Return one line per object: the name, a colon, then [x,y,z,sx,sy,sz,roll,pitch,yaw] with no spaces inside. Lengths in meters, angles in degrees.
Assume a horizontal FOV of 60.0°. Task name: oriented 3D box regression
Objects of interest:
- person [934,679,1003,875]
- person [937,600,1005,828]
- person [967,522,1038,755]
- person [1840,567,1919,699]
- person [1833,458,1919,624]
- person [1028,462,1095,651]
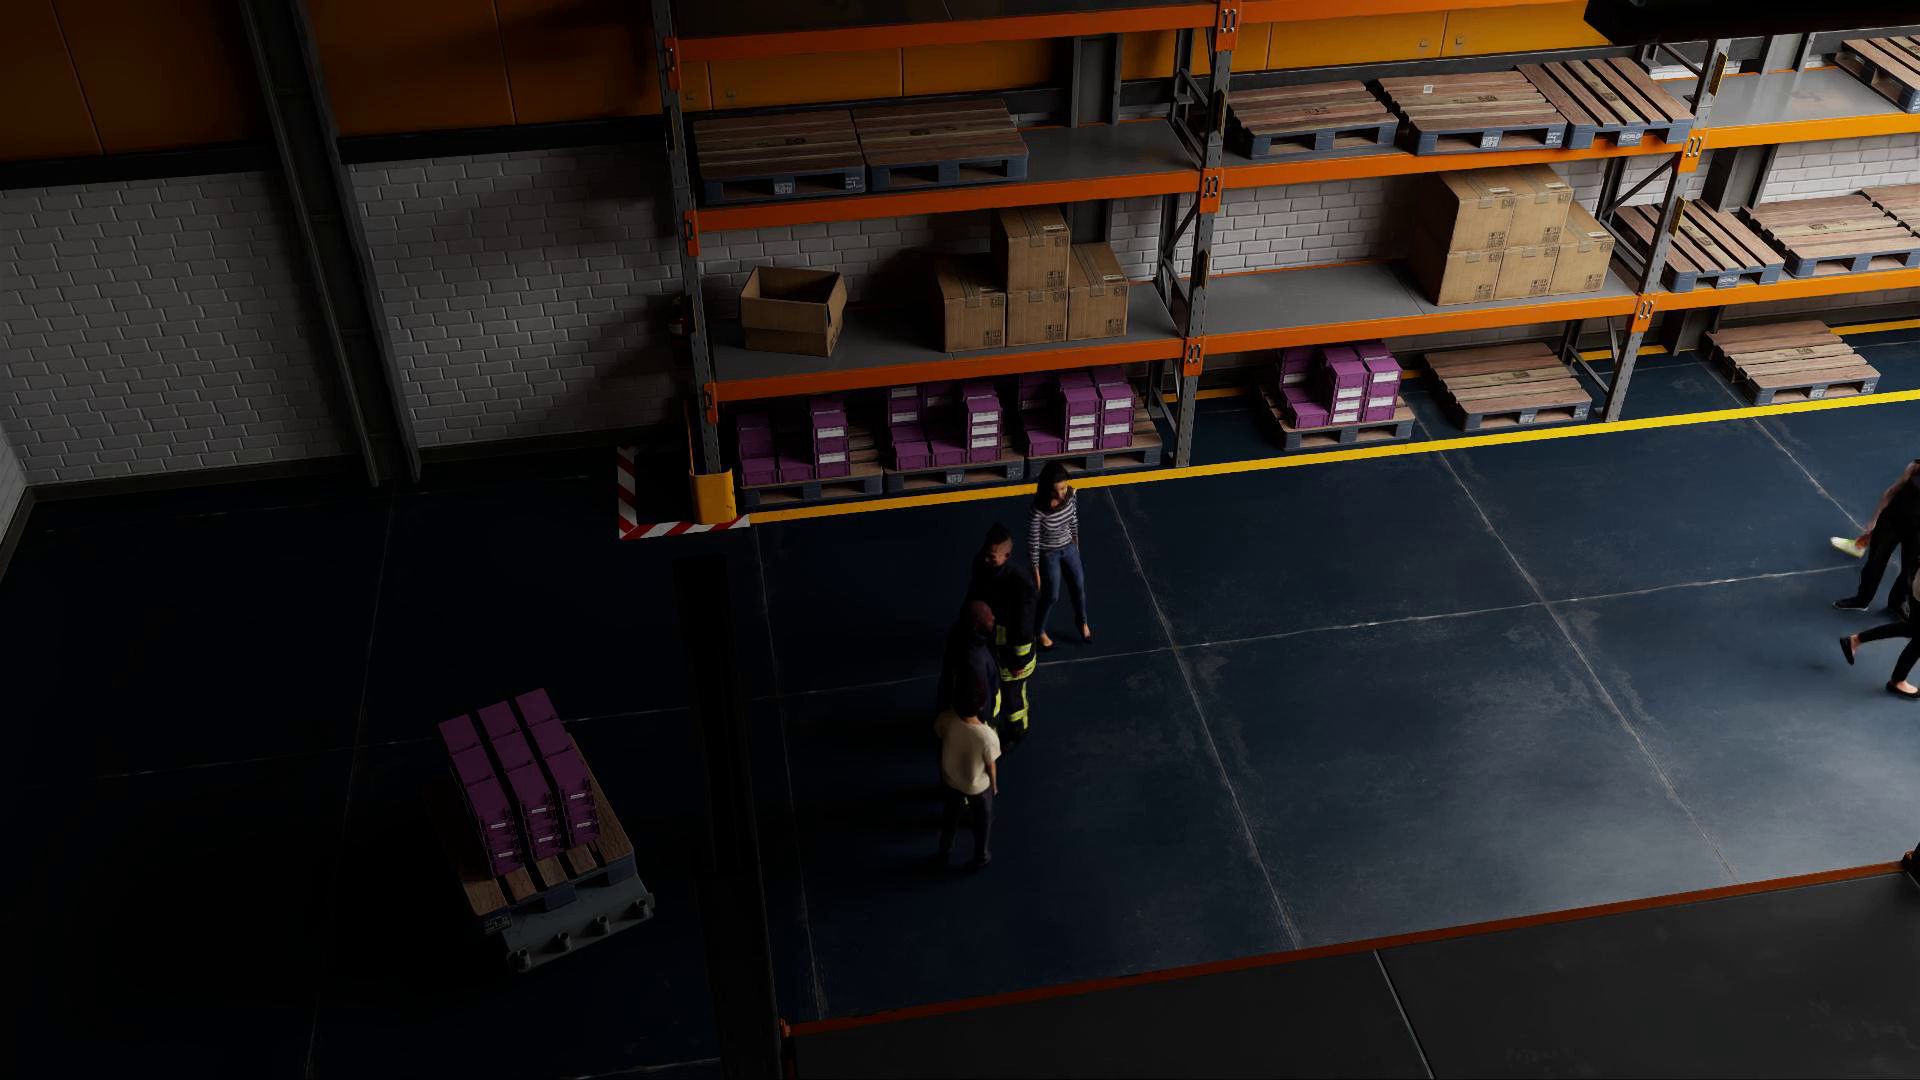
person: [0.042,1.506,10.479,0.629,1.579,0.717,16,41,19]
person: [0.049,1.101,10.795,0.665,1.818,0.736,-4,39,-5]
person: [0.298,0.620,11.366,0.918,1.858,0.941,31,48,33]
person: [6.758,0.400,11.764,0.985,1.705,0.862,16,41,19]
person: [7.021,-0.120,12.401,0.834,1.721,0.797,-25,45,-28]
person: [0.616,0.144,12.035,0.884,1.766,0.766,25,45,28]
